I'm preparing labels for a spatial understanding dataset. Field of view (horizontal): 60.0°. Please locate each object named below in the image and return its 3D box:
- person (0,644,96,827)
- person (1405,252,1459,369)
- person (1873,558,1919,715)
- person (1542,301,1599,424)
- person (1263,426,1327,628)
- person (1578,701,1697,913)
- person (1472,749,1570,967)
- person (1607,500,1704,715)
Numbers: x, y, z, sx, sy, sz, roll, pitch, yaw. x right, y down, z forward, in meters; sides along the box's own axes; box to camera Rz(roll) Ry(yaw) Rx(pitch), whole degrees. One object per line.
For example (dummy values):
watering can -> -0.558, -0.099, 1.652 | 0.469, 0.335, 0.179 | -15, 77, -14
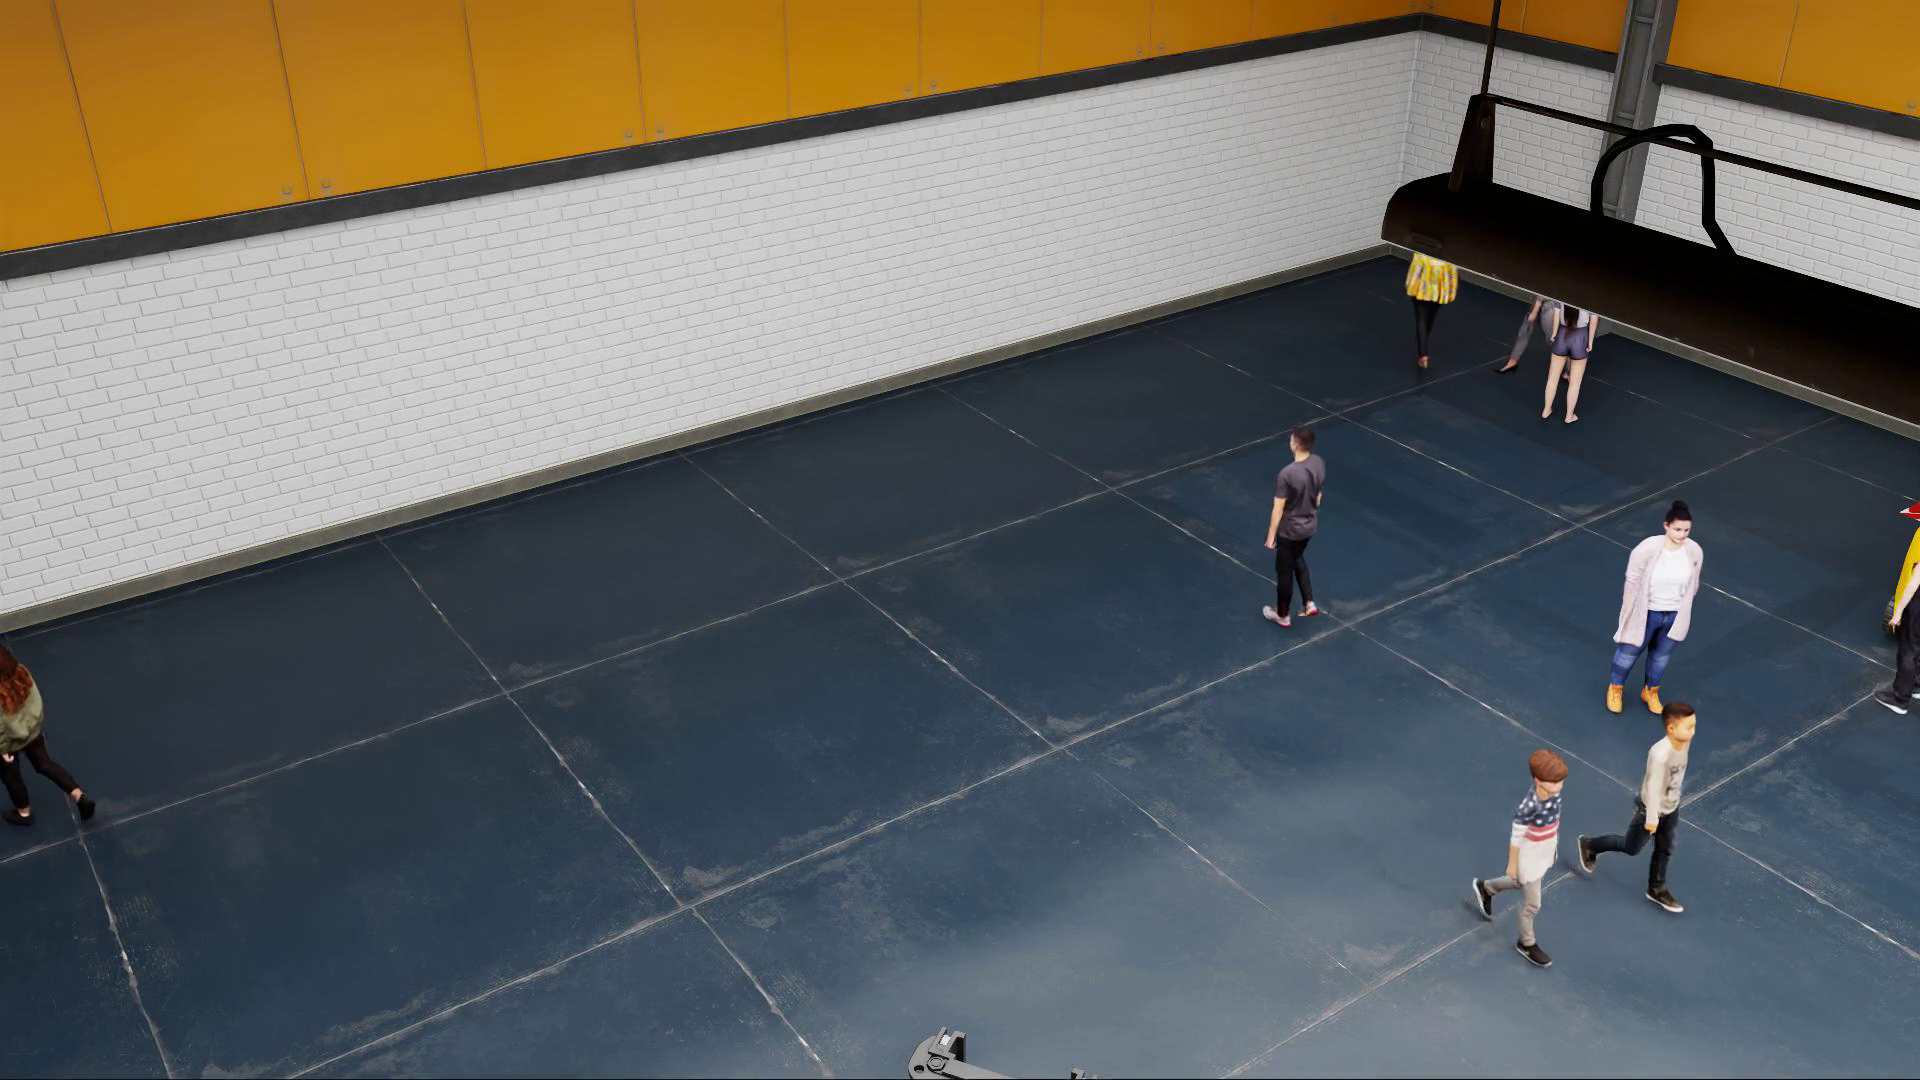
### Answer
person -> -6.138, 1.297, 10.952 | 1.016, 1.457, 0.893 | 9, 30, 16
person -> 5.092, -2.642, 18.005 | 1.062, 1.617, 1.172 | 2, 29, 3
person -> 7.117, 0.518, 12.086 | 0.701, 1.738, 0.734 | -12, 31, -21
person -> 6.159, -1.976, 16.752 | 0.590, 1.648, 0.724 | 18, 33, 29
person -> 2.706, -0.060, 13.125 | 0.643, 1.757, 0.692 | -18, 34, -30
person -> 4.273, 1.628, 10.358 | 0.565, 1.444, 0.922 | -21, 35, -33
person -> 3.400, 1.838, 9.996 | 0.575, 1.423, 0.883 | -21, 35, -34
person -> 5.078, 0.486, 12.141 | 0.794, 1.741, 0.829 | 1, 29, 2
